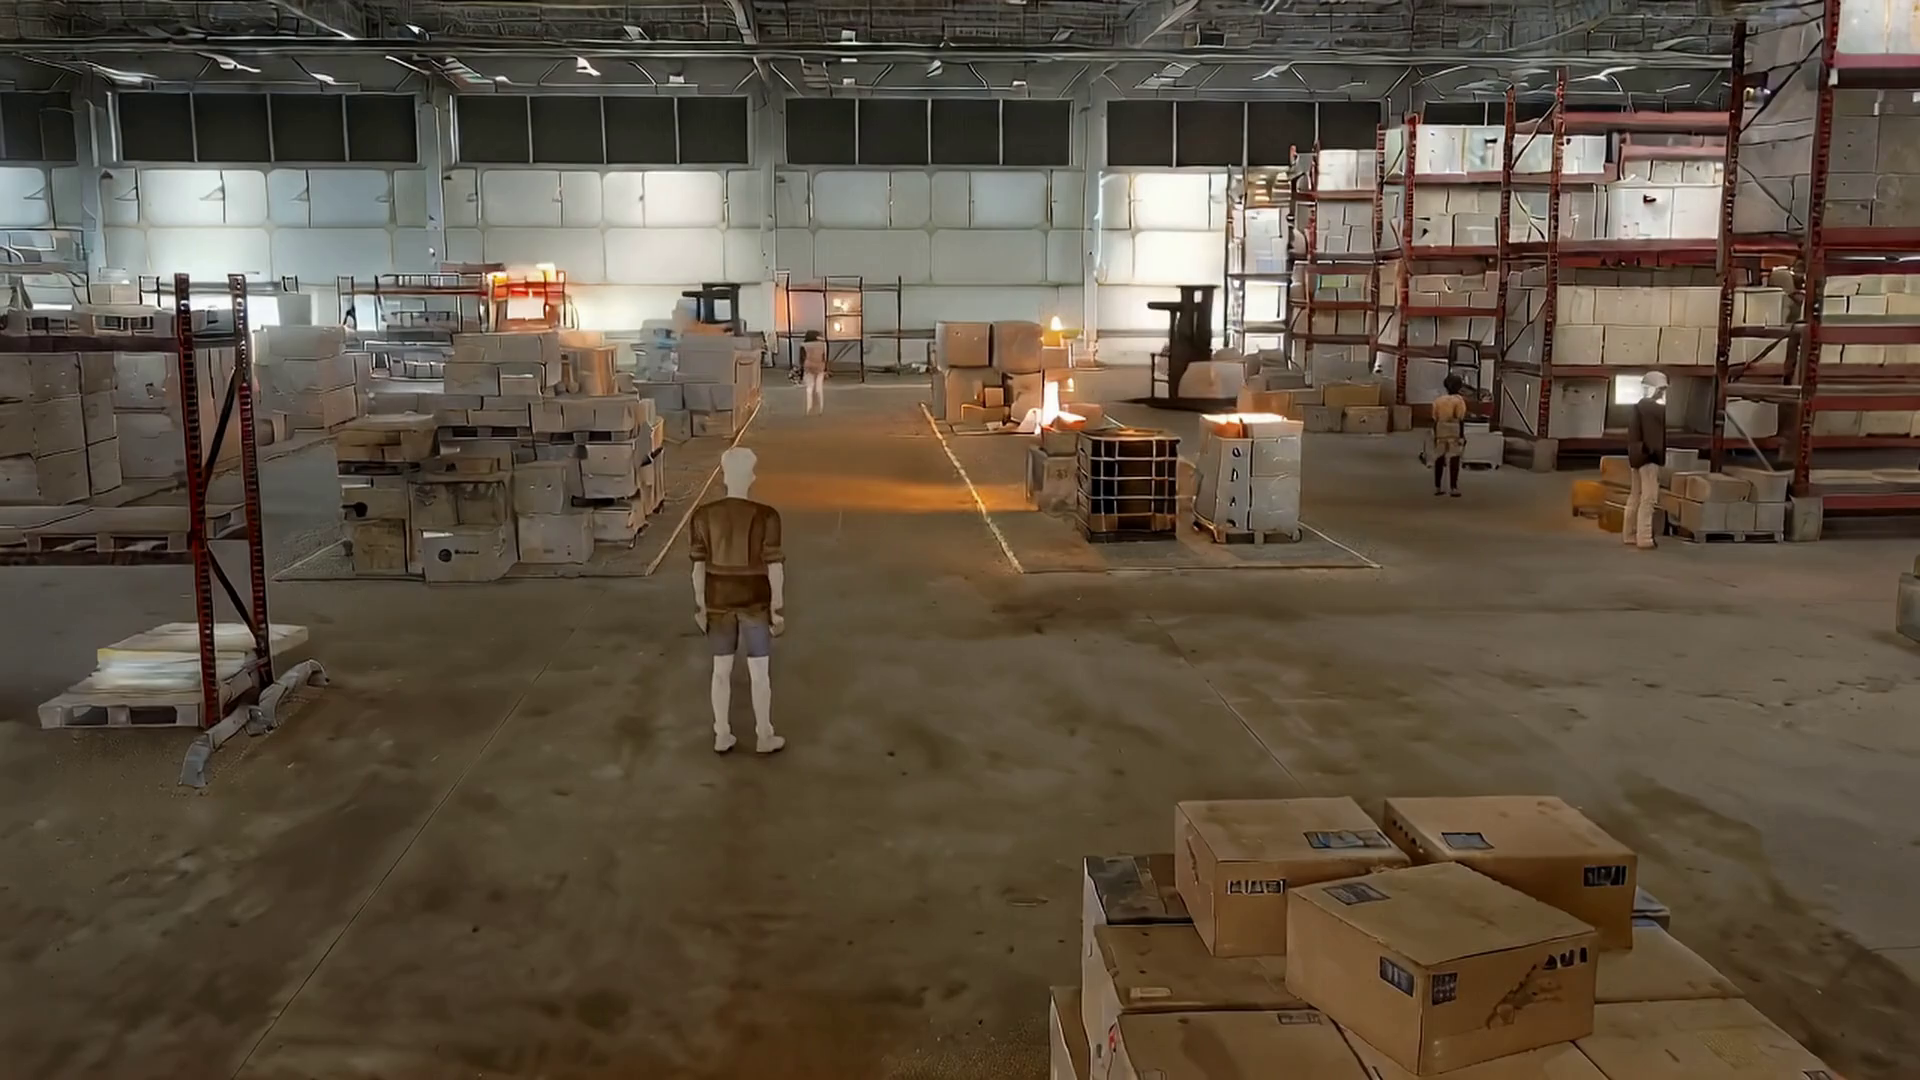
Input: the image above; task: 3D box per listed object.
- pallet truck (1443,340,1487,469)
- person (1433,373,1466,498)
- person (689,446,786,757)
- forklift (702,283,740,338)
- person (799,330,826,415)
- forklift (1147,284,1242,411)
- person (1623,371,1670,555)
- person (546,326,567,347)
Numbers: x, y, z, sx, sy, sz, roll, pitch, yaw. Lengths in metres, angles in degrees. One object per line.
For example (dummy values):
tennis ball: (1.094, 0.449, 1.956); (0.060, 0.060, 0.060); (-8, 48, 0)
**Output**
pallet truck: (8.004, -2.170, 26.422); (0.823, 1.965, 1.885); (2, 9, 14)
person: (6.666, -1.414, 22.616); (0.321, 1.696, 0.530); (-6, 11, -32)
person: (-1.386, 0.390, 10.440); (0.608, 1.966, 0.371); (2, 9, 12)
forklift: (-6.085, -5.194, 42.641); (1.129, 2.768, 1.873); (3, 10, 21)
person: (-3.210, -3.640, 36.163); (0.619, 1.838, 0.430); (-4, 10, -26)
forklift: (5.328, -4.353, 37.365); (1.873, 2.768, 1.129); (8, 12, 40)
person: (7.477, -0.843, 18.094); (0.377, 1.995, 0.608); (-1, 9, -7)
person: (-8.794, -3.648, 35.923); (0.648, 1.928, 0.508); (-1, 9, -7)
